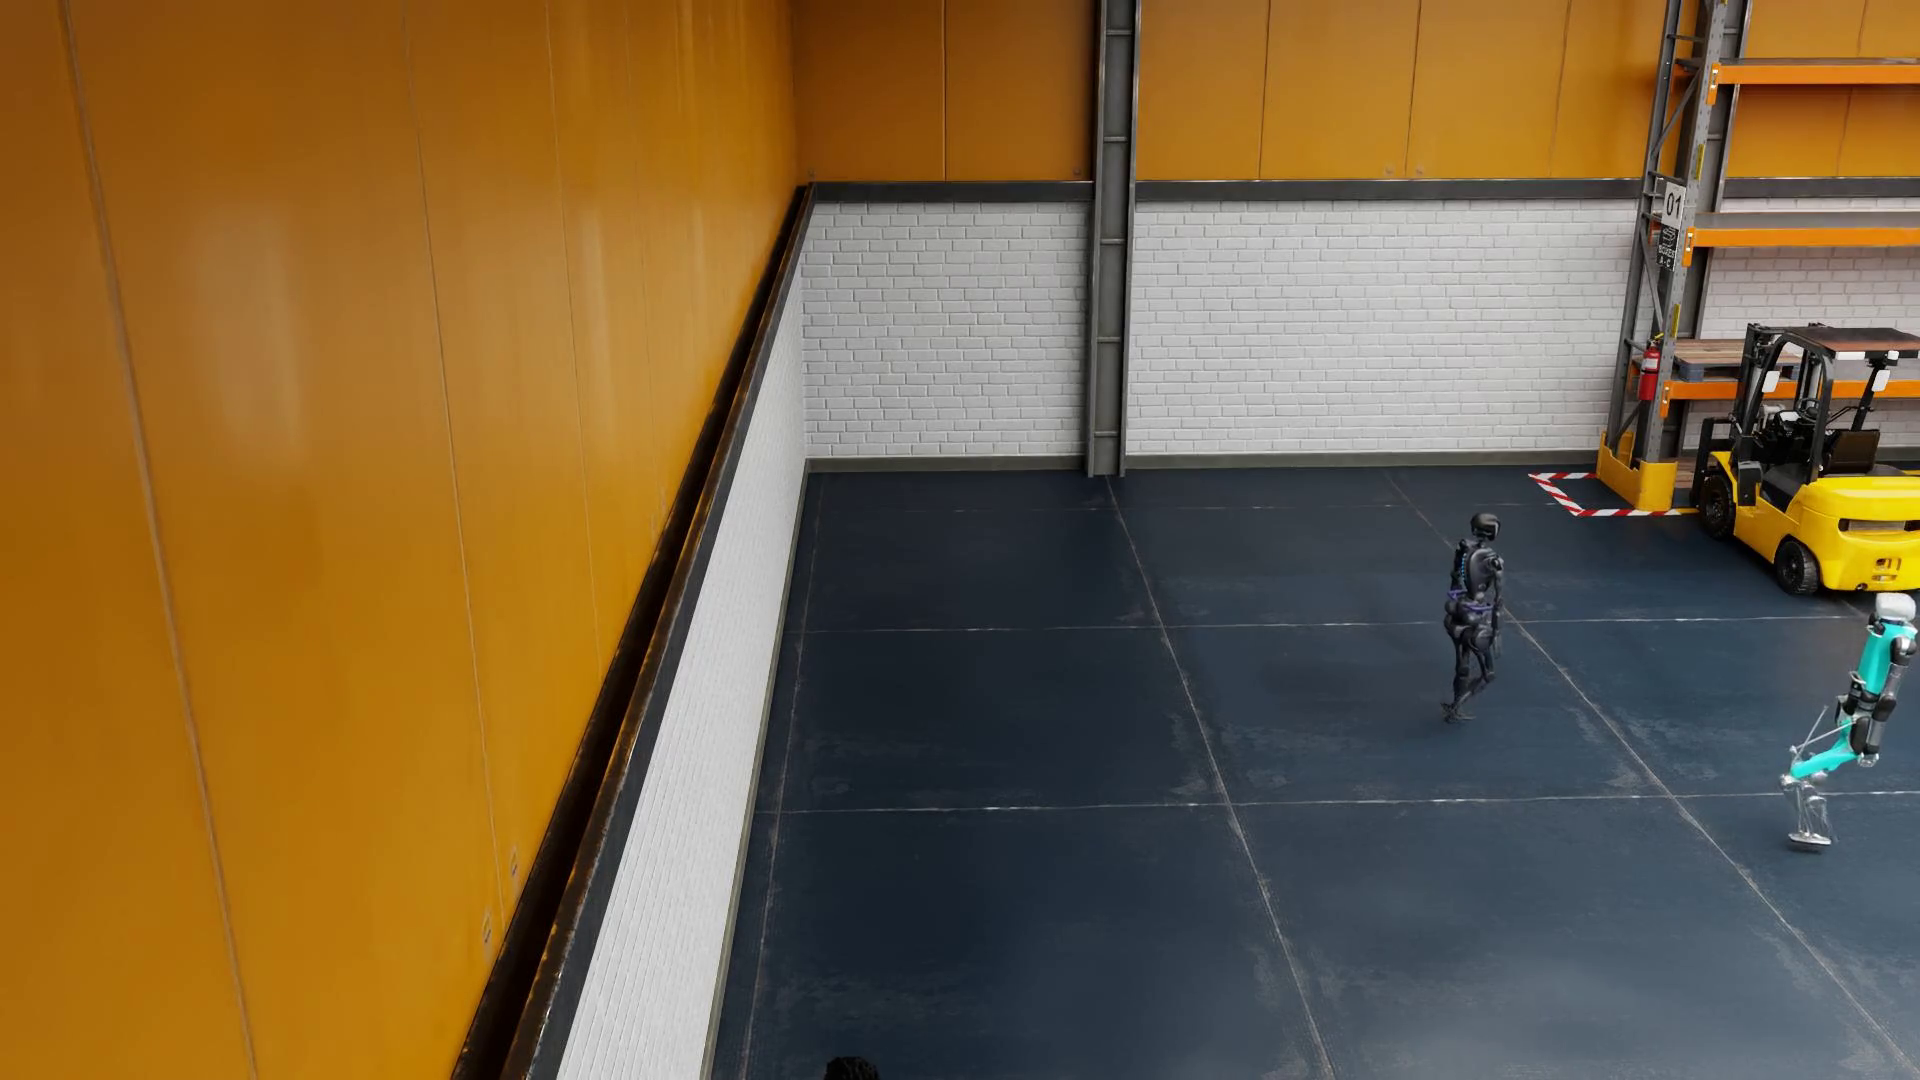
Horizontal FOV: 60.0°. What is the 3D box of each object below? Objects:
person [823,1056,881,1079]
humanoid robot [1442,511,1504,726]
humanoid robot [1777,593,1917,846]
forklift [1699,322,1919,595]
[{"bbox_3d":[-0.376,2.670,6.251,0.322,1.697,0.531,6,21,16],"label":"person"},{"bbox_3d":[3.655,0.571,11.979,0.422,1.647,0.584,-8,22,-20],"label":"humanoid robot"},{"bbox_3d":[5.372,1.183,10.304,0.748,1.828,0.535,4,21,11],"label":"humanoid robot"},{"bbox_3d":[7.809,-0.792,14.926,1.214,2.155,2.313,-1,20,-2],"label":"forklift"}]
